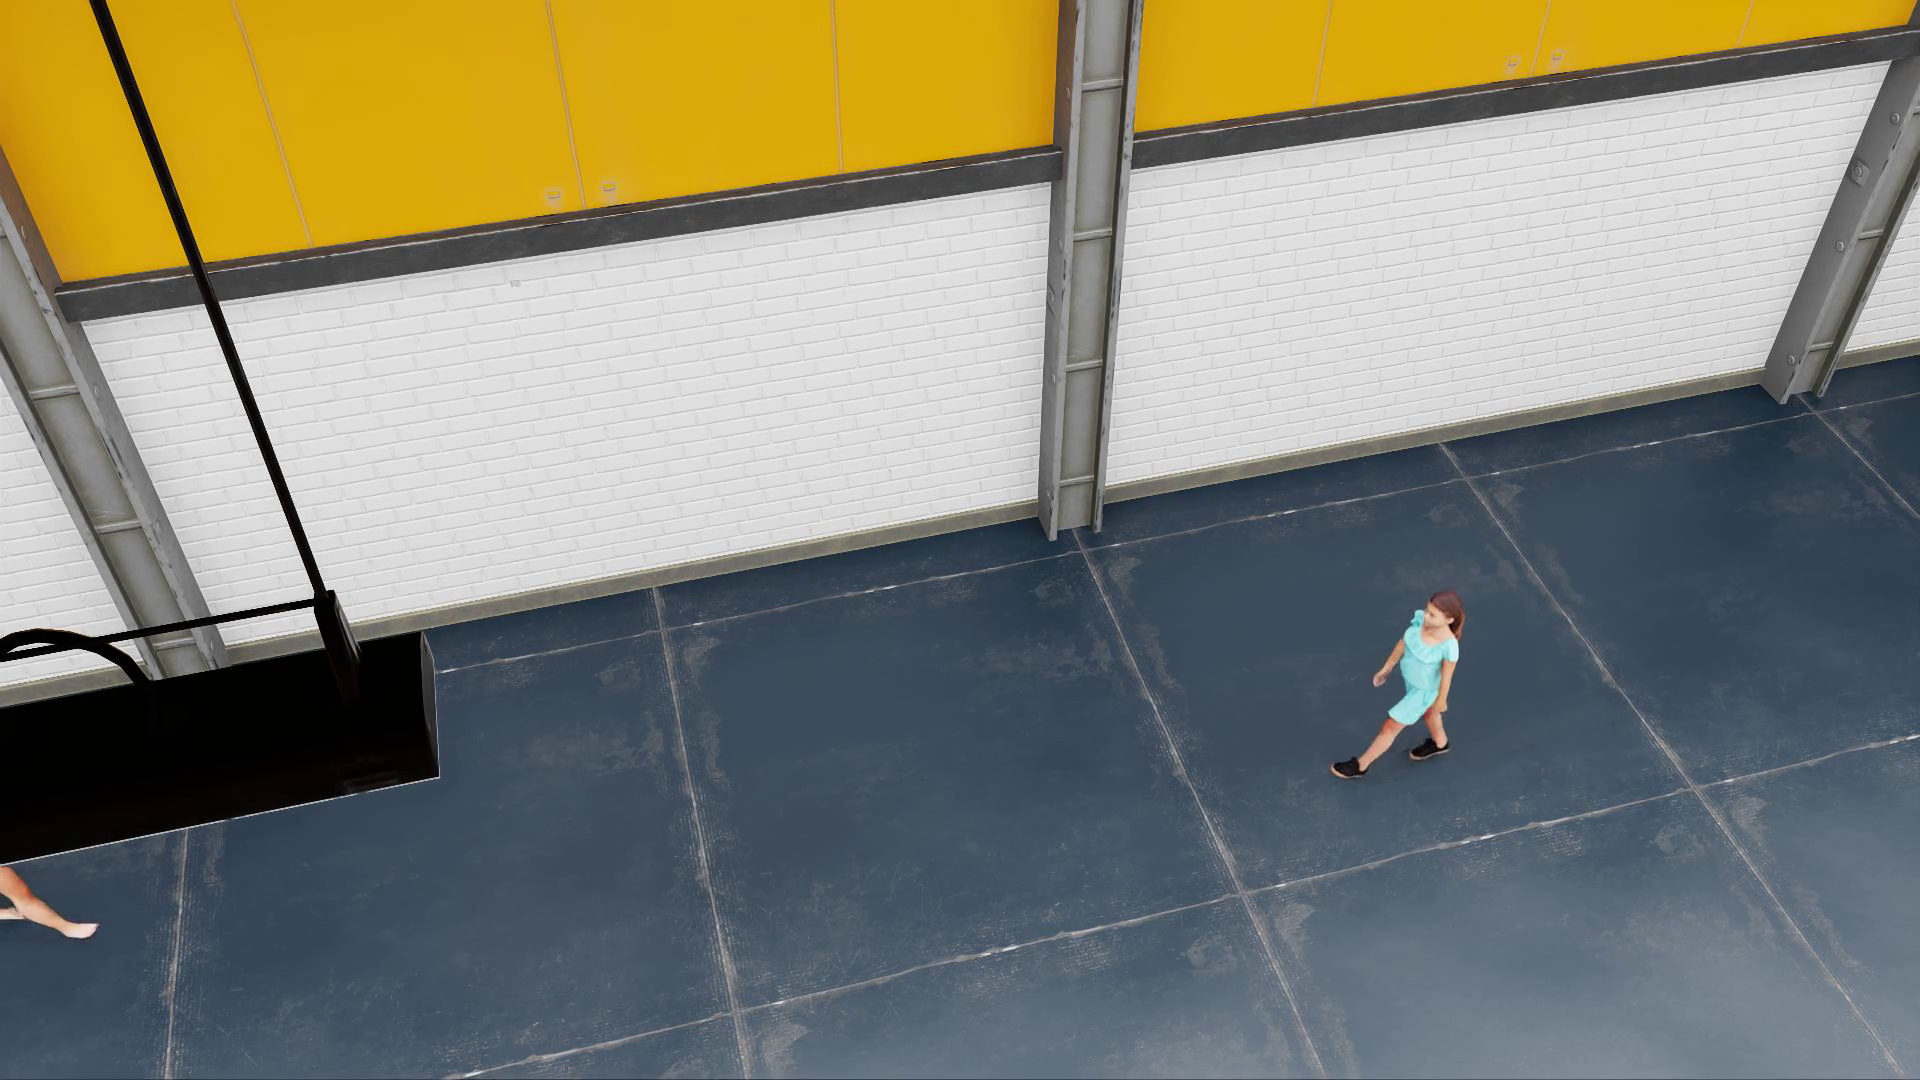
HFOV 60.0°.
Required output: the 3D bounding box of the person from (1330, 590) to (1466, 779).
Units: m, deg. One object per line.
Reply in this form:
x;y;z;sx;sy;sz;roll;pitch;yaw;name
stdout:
2.816;0.845;9.936;1.043;1.512;0.539;-10;45;-10;person
